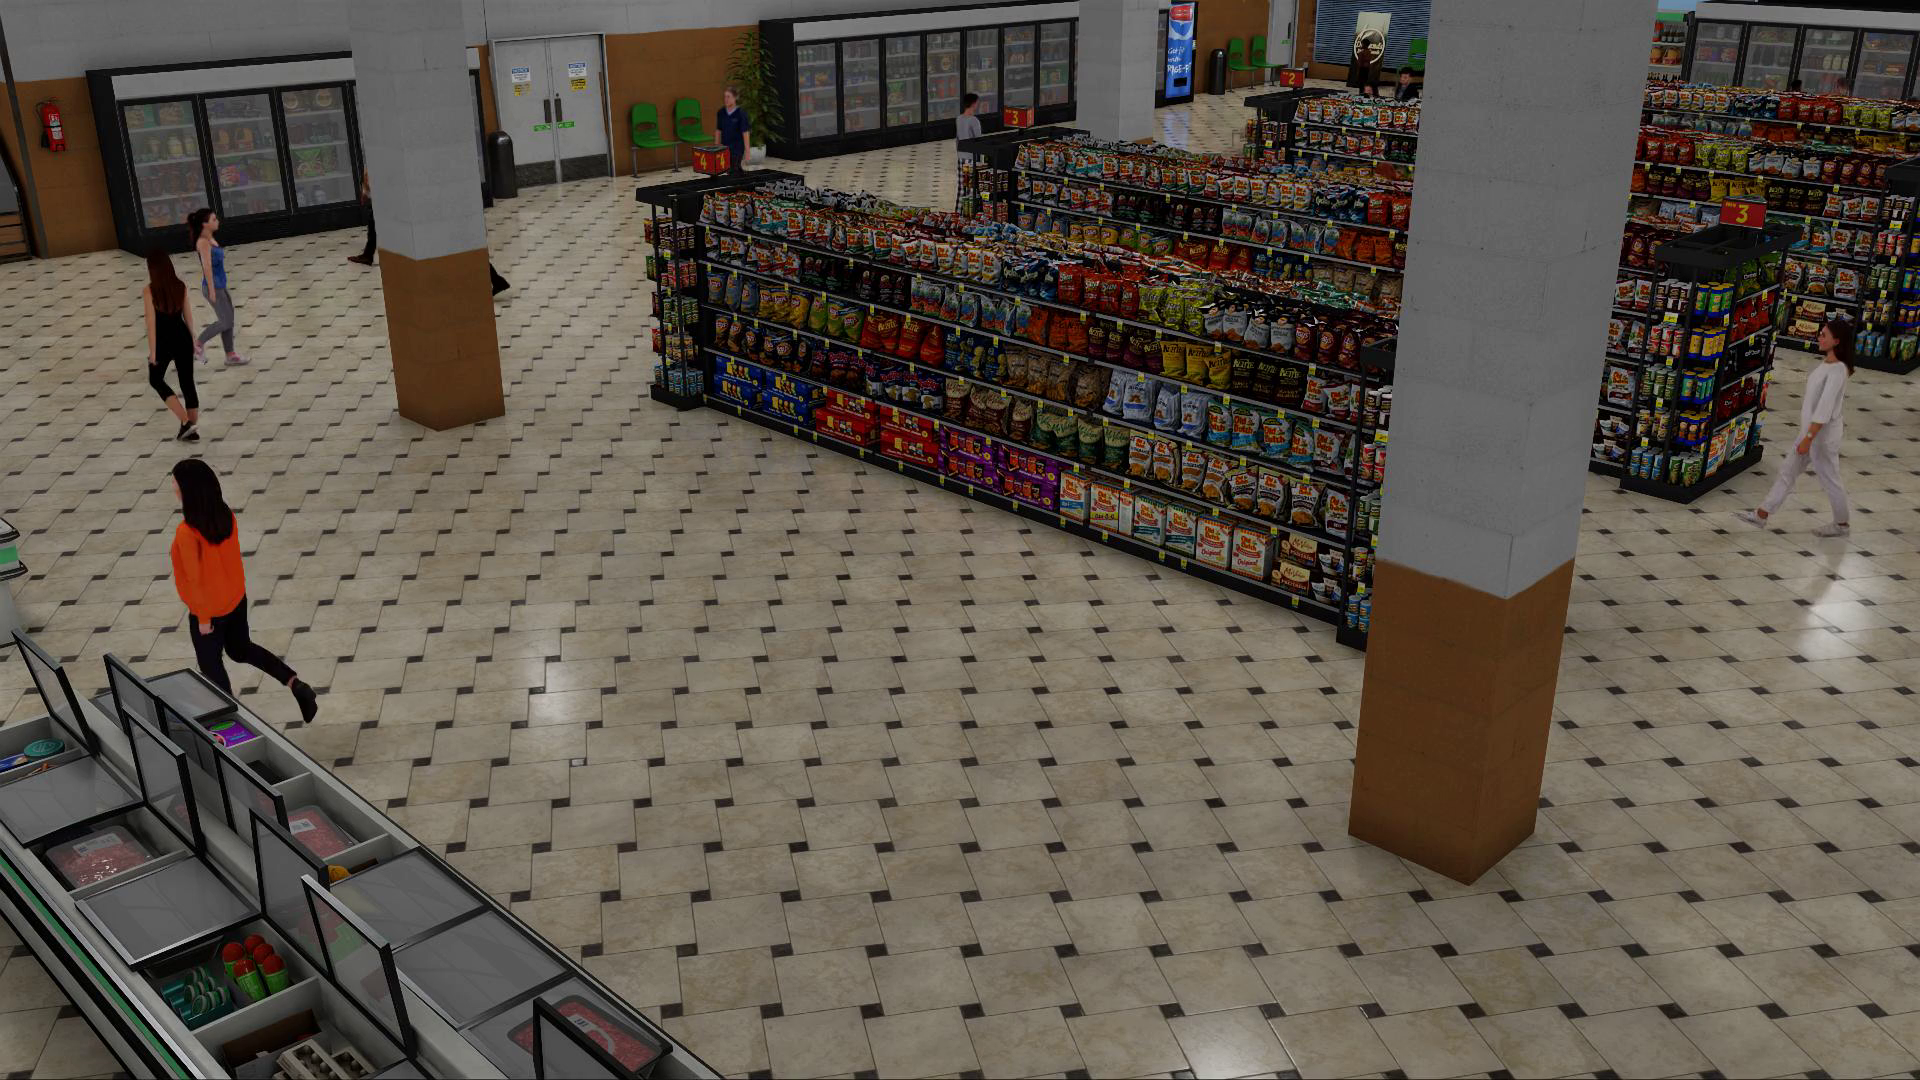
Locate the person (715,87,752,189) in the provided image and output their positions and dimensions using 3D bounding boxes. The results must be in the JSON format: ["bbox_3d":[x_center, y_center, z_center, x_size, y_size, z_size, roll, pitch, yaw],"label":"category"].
[{"bbox_3d":[-3.190,-5.524,23.849,1.215,1.803,0.860,15,26,33],"label":"person"}]

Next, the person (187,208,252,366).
[{"bbox_3d":[-7.494,-2.495,16.586,0.836,1.597,0.839,-7,23,-16],"label":"person"}]

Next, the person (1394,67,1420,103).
[{"bbox_3d":[7.039,-6.484,26.161,0.963,1.860,0.990,-7,23,-18],"label":"person"}]

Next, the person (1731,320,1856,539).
[{"bbox_3d":[6.401,-0.764,12.213,1.155,1.646,0.963,6,23,14],"label":"person"}]

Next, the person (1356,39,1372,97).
[{"bbox_3d":[8.958,-10.456,36.862,0.540,1.252,0.507,-15,26,-33],"label":"person"}]

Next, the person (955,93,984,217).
[{"bbox_3d":[0.125,-5.285,23.195,0.699,1.847,0.490,-18,28,-37],"label":"person"}]

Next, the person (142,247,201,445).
[{"bbox_3d":[-6.730,-1.644,14.301,0.681,1.721,0.639,15,27,34],"label":"person"}]

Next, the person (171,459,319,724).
[{"bbox_3d":[-4.045,0.377,9.262,1.075,1.728,0.966,3,22,7],"label":"person"}]
